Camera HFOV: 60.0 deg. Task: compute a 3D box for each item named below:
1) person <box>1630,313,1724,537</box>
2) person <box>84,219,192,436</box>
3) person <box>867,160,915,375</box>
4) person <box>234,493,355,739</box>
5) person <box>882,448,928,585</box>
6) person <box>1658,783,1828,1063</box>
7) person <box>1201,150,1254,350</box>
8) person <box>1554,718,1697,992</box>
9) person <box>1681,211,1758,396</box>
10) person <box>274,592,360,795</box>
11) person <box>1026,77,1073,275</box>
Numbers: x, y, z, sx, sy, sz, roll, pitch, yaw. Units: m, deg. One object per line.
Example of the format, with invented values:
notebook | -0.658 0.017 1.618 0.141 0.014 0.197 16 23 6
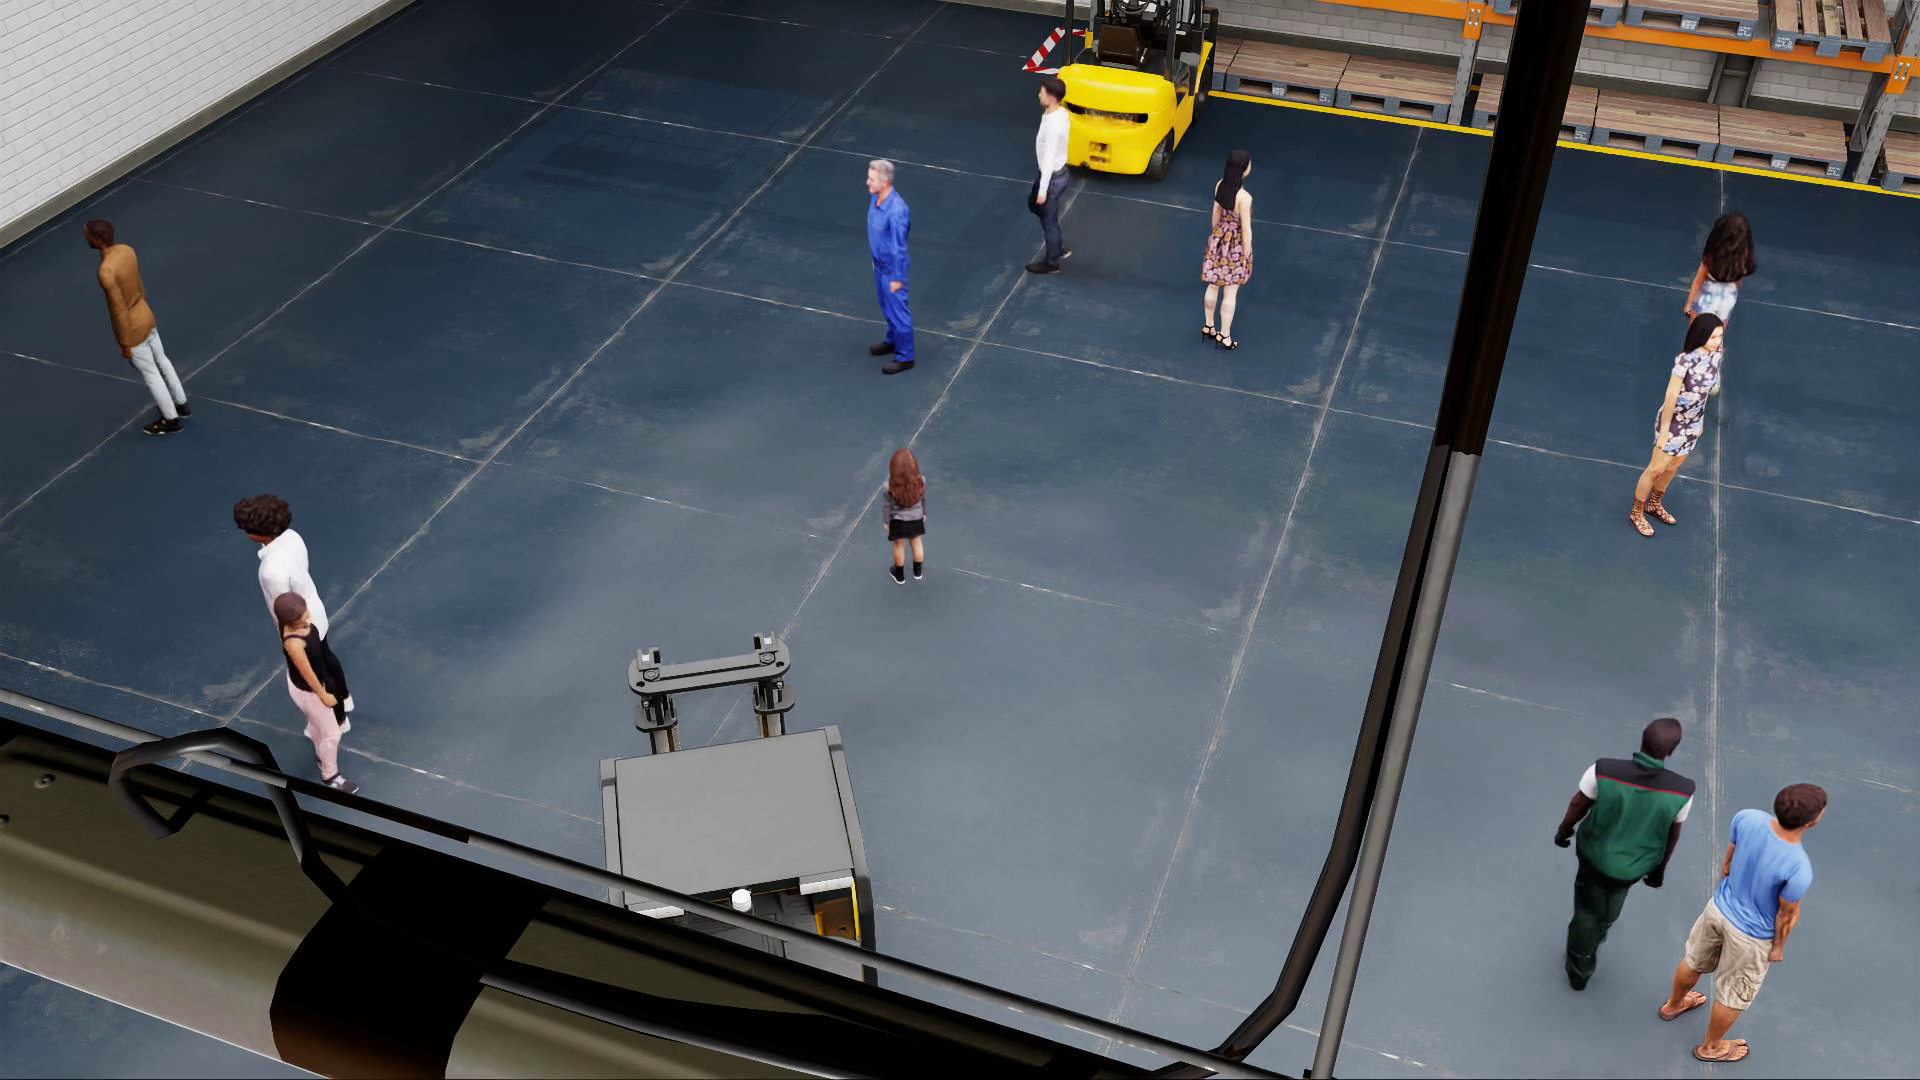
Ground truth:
person | 5.115 -0.835 11.829 0.670 1.734 0.711 -20 43 -24
person | -6.326 -1.645 12.777 0.648 1.816 0.705 1 39 1
person | -0.552 -2.244 13.520 0.820 1.825 0.778 -14 41 -17
person | -4.031 0.463 10.145 0.698 1.807 0.710 -4 39 -5
person | -0.378 -0.177 11.508 0.530 1.106 0.599 -13 41 -16
person | 3.921 1.891 8.311 0.777 1.864 0.734 -13 40 -16
person | 2.227 -2.396 13.751 0.863 1.774 0.790 -23 44 -26
person | 3.379 1.697 8.591 0.687 1.817 0.772 10 40 13
person | 5.987 -1.817 13.159 0.834 1.608 0.824 -4 39 -4
person | -3.896 0.836 9.887 0.780 1.546 0.731 -24 45 -27
person | 0.900 -3.184 14.668 0.699 1.861 0.677 8 39 10
